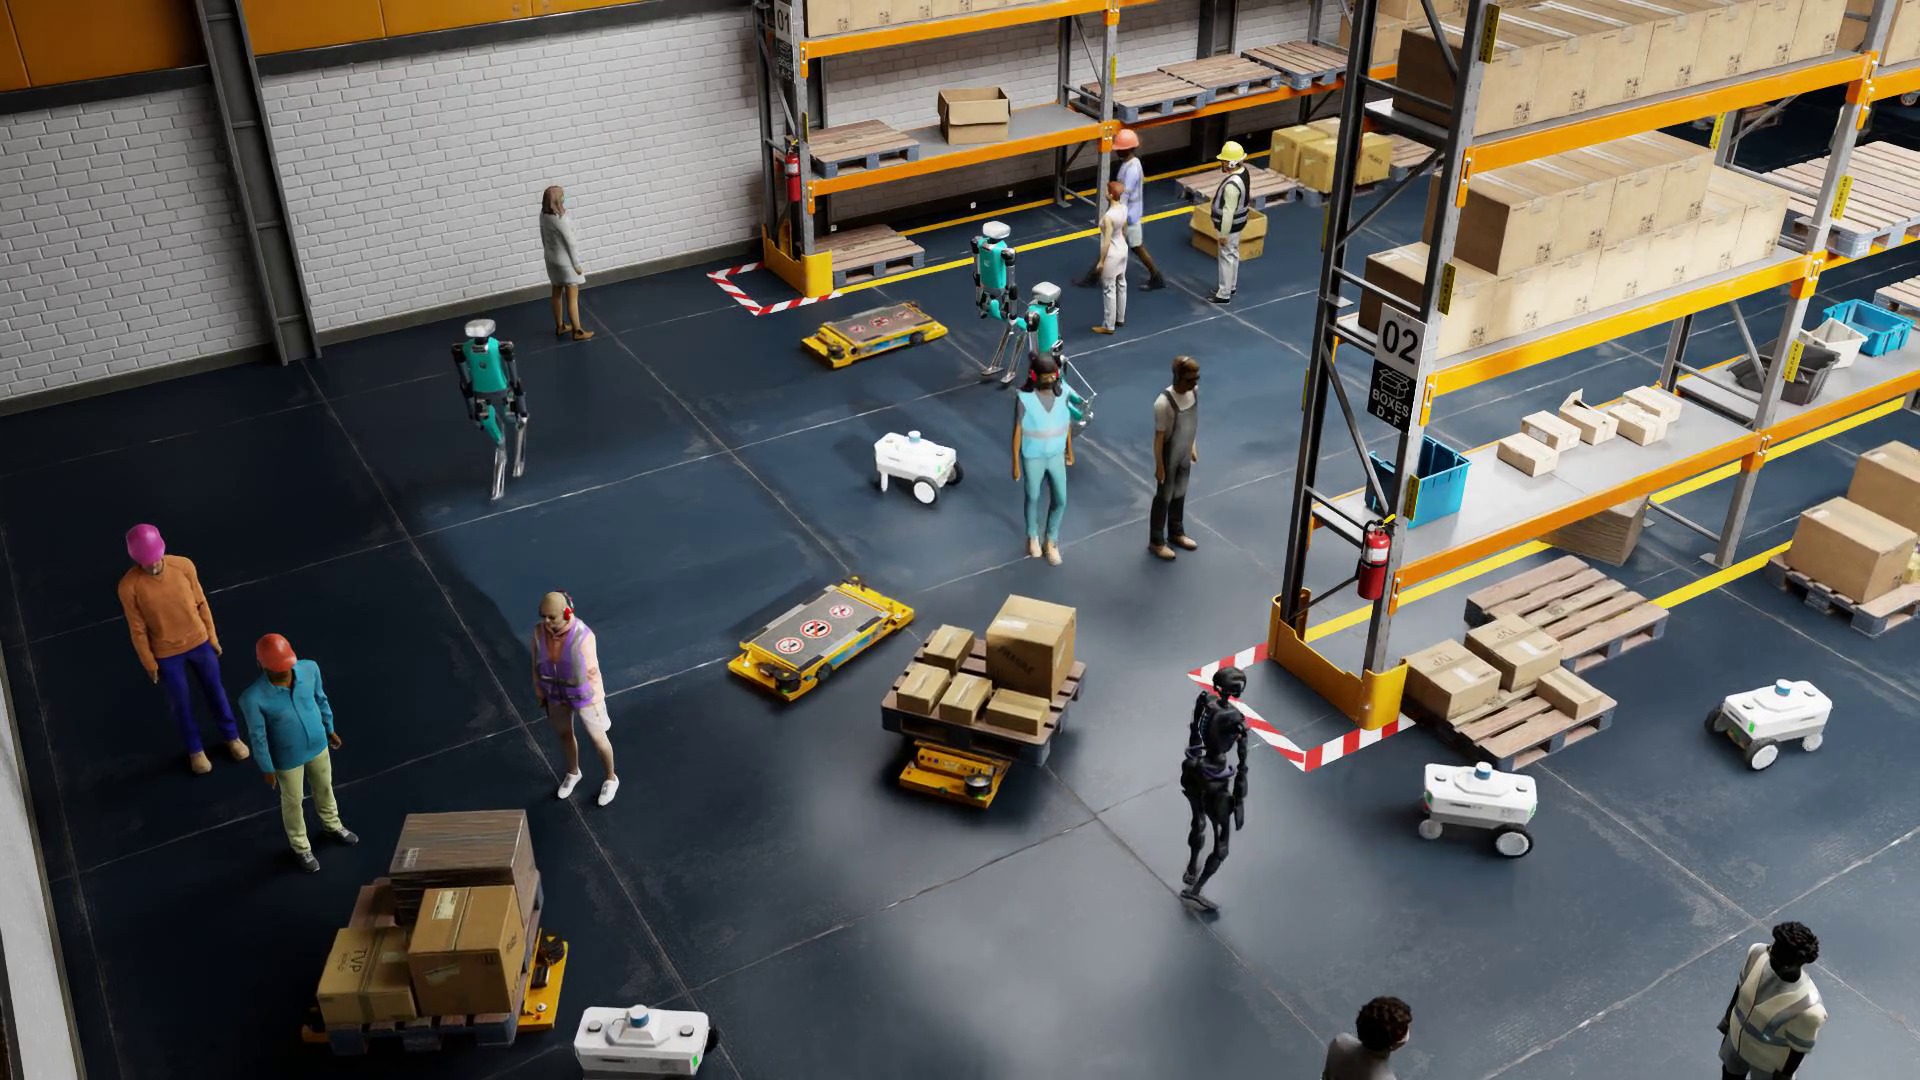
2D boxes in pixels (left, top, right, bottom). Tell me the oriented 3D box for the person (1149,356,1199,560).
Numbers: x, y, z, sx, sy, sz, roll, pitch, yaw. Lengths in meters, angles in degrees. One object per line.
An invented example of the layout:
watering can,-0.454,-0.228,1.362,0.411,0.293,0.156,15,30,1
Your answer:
person,1.777,-0.685,13.708,0.364,1.835,0.509,27,41,36

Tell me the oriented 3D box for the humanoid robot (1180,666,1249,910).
humanoid robot,1.533,1.520,10.341,0.463,1.647,0.609,-16,36,-24

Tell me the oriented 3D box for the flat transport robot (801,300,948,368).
flat transport robot,-0.899,-2.185,17.568,1.431,0.231,0.659,-21,38,-29

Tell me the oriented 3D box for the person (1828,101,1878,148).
person,10.701,-4.692,20.082,0.563,1.846,0.396,-16,35,-24

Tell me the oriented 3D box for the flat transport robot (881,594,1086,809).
flat transport robot,0.142,1.350,11.930,0.659,0.231,1.431,12,34,18

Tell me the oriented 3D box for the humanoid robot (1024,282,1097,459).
humanoid robot,0.950,-1.469,14.919,0.735,1.677,0.533,16,35,24

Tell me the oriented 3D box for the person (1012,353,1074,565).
person,0.700,-0.647,13.618,0.577,1.849,0.586,-10,33,-15

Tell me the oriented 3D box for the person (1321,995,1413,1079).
person,1.823,2.924,7.924,0.737,1.872,0.545,-15,35,-23

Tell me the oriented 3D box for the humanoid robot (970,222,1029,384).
humanoid robot,0.486,-2.385,16.379,0.533,1.677,0.735,27,41,36

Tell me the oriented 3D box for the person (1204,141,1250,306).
person,2.923,-3.451,18.129,0.403,1.825,0.590,11,34,17

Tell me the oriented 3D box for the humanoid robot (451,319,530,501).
humanoid robot,-4.041,-1.201,14.618,0.546,1.735,1.012,0,32,-1

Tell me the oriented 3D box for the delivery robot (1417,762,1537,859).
delivery robot,3.463,1.748,11.044,0.796,0.613,0.499,6,33,10

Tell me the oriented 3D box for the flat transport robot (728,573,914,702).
flat transport robot,-1.064,0.738,12.907,0.659,0.231,1.431,23,39,32

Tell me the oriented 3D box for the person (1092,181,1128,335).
person,1.597,-2.978,17.520,0.284,1.661,0.450,21,38,29

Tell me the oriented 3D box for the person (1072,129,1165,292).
person,1.830,-3.617,18.339,1.020,1.876,0.542,-4,32,-6

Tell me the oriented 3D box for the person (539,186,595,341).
person,-4.143,-2.905,17.404,0.486,1.659,0.341,22,38,31

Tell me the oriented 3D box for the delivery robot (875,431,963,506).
delivery robot,-0.375,-0.669,14.899,0.786,0.614,0.524,16,36,24

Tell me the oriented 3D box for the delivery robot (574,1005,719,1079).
delivery robot,-1.743,2.840,9.282,0.768,0.591,0.499,2,32,3

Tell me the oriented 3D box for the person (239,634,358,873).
person,-4.198,1.319,10.581,0.339,1.749,0.571,20,37,29

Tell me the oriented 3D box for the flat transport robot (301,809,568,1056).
flat transport robot,-3.100,2.639,9.875,1.431,0.231,0.659,-2,32,-3

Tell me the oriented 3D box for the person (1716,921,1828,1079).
person,4.126,2.611,8.579,0.319,1.692,0.534,-8,33,-12

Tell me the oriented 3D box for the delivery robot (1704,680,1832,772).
delivery robot,5.748,1.273,11.803,0.802,0.614,0.499,-9,33,-14

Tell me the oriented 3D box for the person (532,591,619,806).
person,-2.586,1.043,11.088,0.486,1.685,0.355,8,33,12

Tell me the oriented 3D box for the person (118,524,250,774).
person,-5.324,0.725,11.332,0.519,1.972,0.404,-25,40,-34
